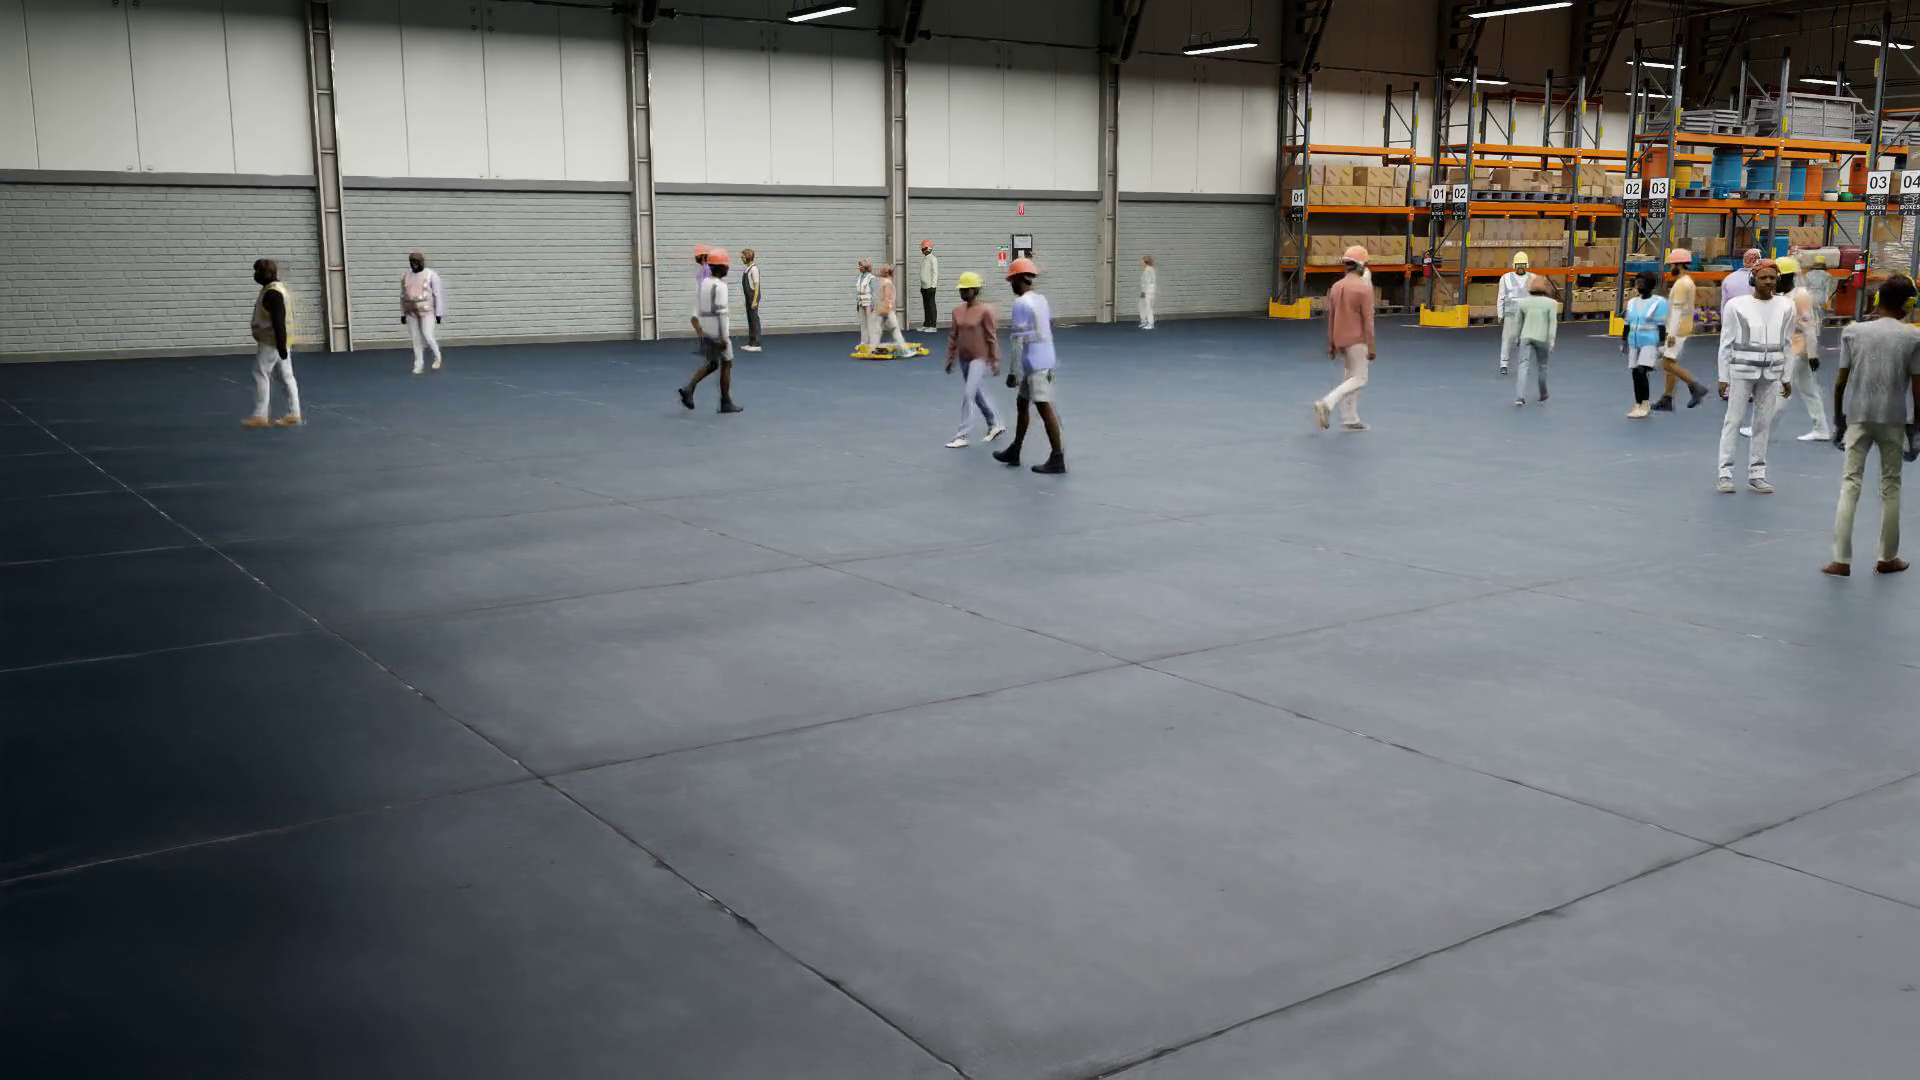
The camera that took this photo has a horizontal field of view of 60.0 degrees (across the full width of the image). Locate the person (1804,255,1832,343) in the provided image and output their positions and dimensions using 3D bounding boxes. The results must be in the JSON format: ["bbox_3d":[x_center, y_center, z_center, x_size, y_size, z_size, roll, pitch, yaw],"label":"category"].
[{"bbox_3d":[16.411,-4.604,31.894,0.488,1.712,0.827,6,12,28],"label":"person"}]

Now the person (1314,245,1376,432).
[{"bbox_3d":[4.026,-2.085,17.371,0.730,1.971,0.620,-5,11,-24],"label":"person"}]

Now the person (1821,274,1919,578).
[{"bbox_3d":[5.569,-0.681,10.101,0.506,1.837,0.627,8,13,36],"label":"person"}]

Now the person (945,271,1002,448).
[{"bbox_3d":[0.155,-1.798,16.493,0.537,1.723,0.894,9,14,42],"label":"person"}]

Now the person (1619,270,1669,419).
[{"bbox_3d":[7.668,-2.189,18.744,0.437,1.678,0.548,-5,12,-26],"label":"person"}]

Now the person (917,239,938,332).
[{"bbox_3d":[-0.697,-5.507,36.071,0.379,1.996,0.611,-5,12,-27],"label":"person"}]

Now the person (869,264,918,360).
[{"bbox_3d":[-1.154,-3.811,27.875,0.862,1.592,0.518,-4,11,-21],"label":"person"}]

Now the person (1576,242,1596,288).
[{"bbox_3d":[16.975,-7.106,45.057,0.369,1.914,0.596,-6,12,-30],"label":"person"}]

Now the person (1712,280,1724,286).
[{"bbox_3d":[21.912,-7.524,47.620,0.978,1.827,0.518,-7,12,-32],"label":"person"}]

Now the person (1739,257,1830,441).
[{"bbox_3d":[8.357,-1.906,16.734,0.956,1.846,0.608,2,11,12],"label":"person"}]

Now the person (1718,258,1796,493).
[{"bbox_3d":[6.398,-1.313,13.387,0.585,1.882,0.337,0,10,2],"label":"person"}]

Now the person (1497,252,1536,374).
[{"bbox_3d":[8.367,-3.394,24.934,0.603,1.830,0.404,1,10,7],"label":"person"}]

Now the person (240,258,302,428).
[{"bbox_3d":[-7.549,-2.126,18.005,0.745,1.818,0.649,-3,11,-15],"label":"person"}]

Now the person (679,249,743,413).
[{"bbox_3d":[-2.899,-2.419,19.334,0.688,1.922,0.547,-8,13,-37],"label":"person"}]

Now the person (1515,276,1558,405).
[{"bbox_3d":[7.067,-2.450,20.442,0.514,1.582,0.890,6,12,31],"label":"person"}]

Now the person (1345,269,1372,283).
[{"bbox_3d":[6.858,-4.168,29.254,0.609,1.796,0.824,-9,13,-39],"label":"person"}]

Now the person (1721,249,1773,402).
[{"bbox_3d":[9.863,-2.681,20.825,0.409,1.907,0.651,-8,13,-36],"label":"person"}]

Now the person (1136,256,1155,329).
[{"bbox_3d":[4.128,-5.531,37.231,0.541,1.623,0.526,1,10,6],"label":"person"}]

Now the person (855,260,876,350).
[{"bbox_3d":[-1.706,-4.261,30.217,0.311,1.638,0.523,-8,13,-37],"label":"person"}]

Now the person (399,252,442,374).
[{"bbox_3d":[-8.156,-3.435,25.176,0.642,1.834,0.492,2,11,13],"label":"person"}]

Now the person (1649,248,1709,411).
[{"bbox_3d":[8.479,-2.463,19.571,0.604,1.924,0.567,5,12,28],"label":"person"}]

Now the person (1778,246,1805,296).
[{"bbox_3d":[14.258,-4.087,28.536,0.401,1.904,0.649,2,10,9],"label":"person"}]

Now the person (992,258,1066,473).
[{"bbox_3d":[0.614,-1.539,14.693,0.856,1.866,0.577,4,11,22],"label":"person"}]

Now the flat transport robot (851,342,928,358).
[{"bbox_3d":[-1.194,-3.246,28.407,0.652,0.197,1.431,6,12,31],"label":"flat transport robot"}]

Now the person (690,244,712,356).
[{"bbox_3d":[-4.479,-4.143,28.791,0.529,1.919,0.578,-5,11,-25],"label":"person"}]

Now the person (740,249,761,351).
[{"bbox_3d":[-3.767,-4.317,29.971,0.350,1.842,0.506,-4,11,-22],"label":"person"}]
